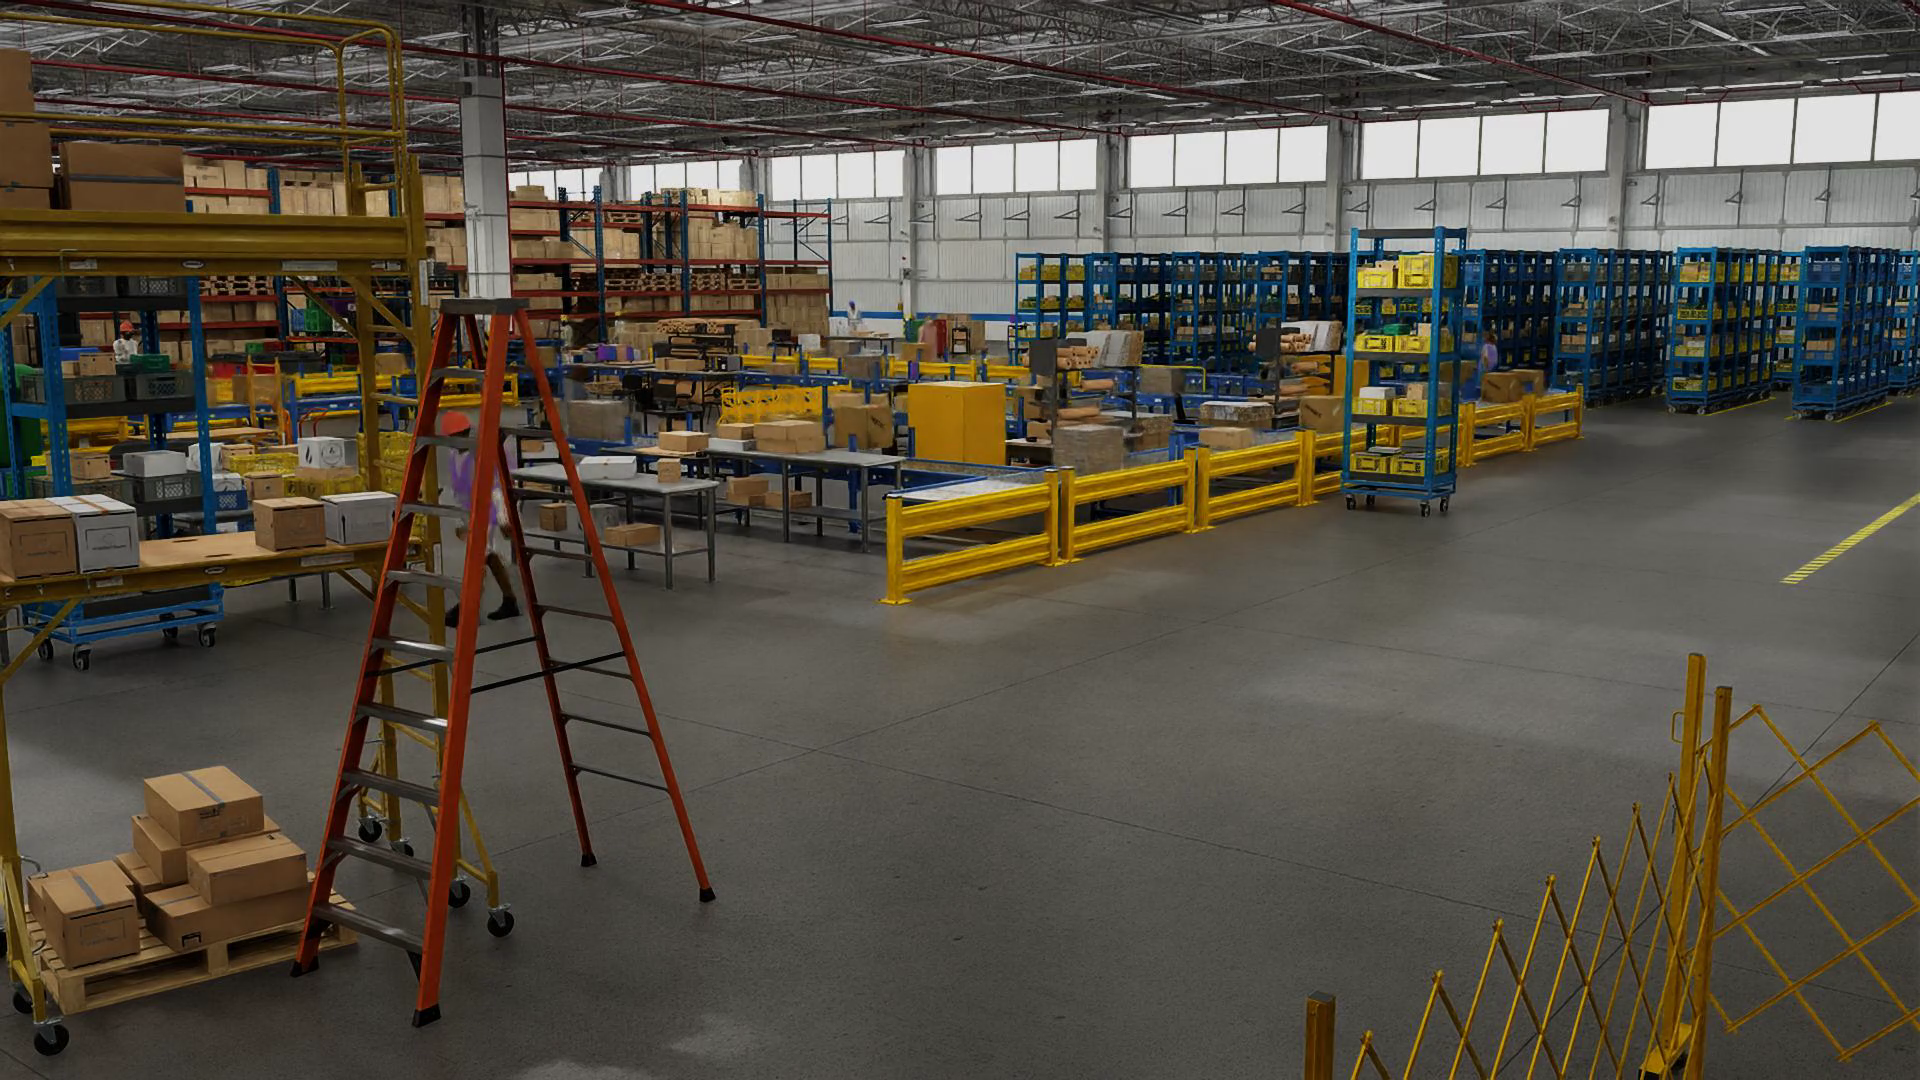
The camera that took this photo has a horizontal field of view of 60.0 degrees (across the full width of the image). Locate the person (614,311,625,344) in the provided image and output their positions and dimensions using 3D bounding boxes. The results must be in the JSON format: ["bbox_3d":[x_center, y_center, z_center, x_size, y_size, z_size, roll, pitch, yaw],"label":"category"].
[{"bbox_3d":[-11.892,-7.149,58.247,0.534,1.724,0.890,7,11,37],"label":"person"}]

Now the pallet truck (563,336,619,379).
[{"bbox_3d":[-10.690,-5.294,48.215,1.601,1.201,0.680,-5,10,-26],"label":"pallet truck"}]

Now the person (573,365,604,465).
[{"bbox_3d":[-5.941,-1.968,26.312,0.845,1.579,0.520,-4,10,-26],"label":"person"}]

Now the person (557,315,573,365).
[{"bbox_3d":[-11.841,-5.799,49.604,0.617,1.786,0.900,5,10,29],"label":"person"}]

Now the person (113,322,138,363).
[{"bbox_3d":[-17.187,-3.490,34.415,0.370,2.044,0.608,2,9,14],"label":"person"}]

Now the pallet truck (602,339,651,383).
[{"bbox_3d":[-8.991,-4.871,45.351,0.653,1.274,1.630,7,11,37],"label":"pallet truck"}]

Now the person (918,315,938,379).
[{"bbox_3d":[-0.919,-5.441,47.097,0.646,1.885,0.681,-7,11,-36],"label":"person"}]

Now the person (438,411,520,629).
[{"bbox_3d":[-4.213,-0.180,14.326,0.566,1.865,0.942,9,13,44],"label":"person"}]

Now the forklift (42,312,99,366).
[{"bbox_3d":[-23.779,-5.451,44.052,1.873,2.768,1.129,7,11,36],"label":"forklift"}]

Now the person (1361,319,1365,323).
[{"bbox_3d":[11.757,-5.727,48.574,1.064,1.988,0.616,8,12,40],"label":"person"}]

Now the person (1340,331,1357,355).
[{"bbox_3d":[8.631,-3.800,37.241,0.555,1.745,0.554,-7,12,-38],"label":"person"}]

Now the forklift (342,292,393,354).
[{"bbox_3d":[-16.485,-5.622,45.120,1.129,2.768,1.873,7,11,37],"label":"forklift"}]

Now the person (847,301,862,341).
[{"bbox_3d":[-4.306,-8.798,67.948,0.631,1.913,0.437,2,9,10],"label":"person"}]

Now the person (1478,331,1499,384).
[{"bbox_3d":[11.481,-3.600,35.877,0.575,1.795,0.972,-8,12,-42],"label":"person"}]
